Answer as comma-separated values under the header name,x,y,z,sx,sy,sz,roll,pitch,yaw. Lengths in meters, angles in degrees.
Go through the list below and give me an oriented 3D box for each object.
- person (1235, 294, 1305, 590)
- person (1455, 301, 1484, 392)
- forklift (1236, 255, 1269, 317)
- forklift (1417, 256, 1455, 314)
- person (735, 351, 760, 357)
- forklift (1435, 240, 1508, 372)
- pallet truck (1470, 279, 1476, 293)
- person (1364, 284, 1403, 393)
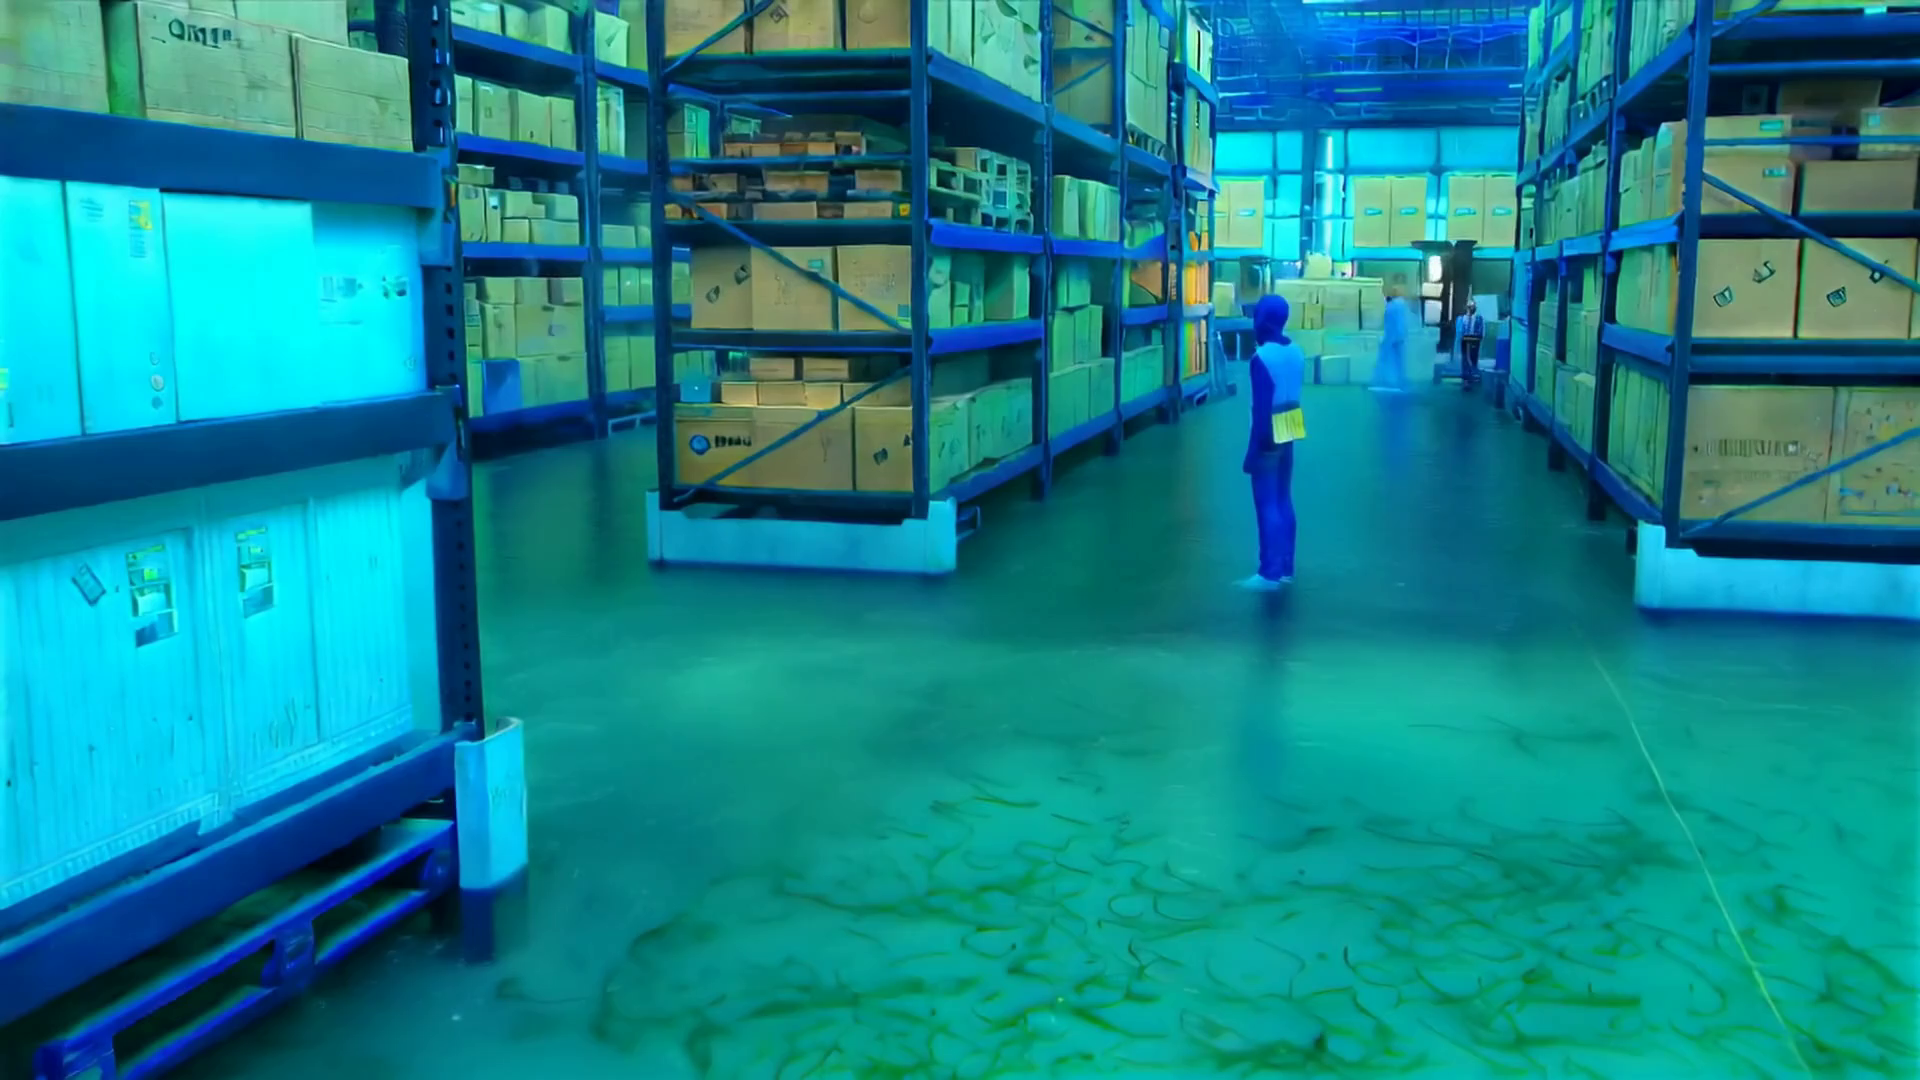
name,x,y,z,sx,sy,sz,roll,pitch,yaw
person,2.040,-0.631,10.826,0.375,1.917,0.599,6,11,34
person,9.065,-3.436,29.597,0.534,1.615,0.389,8,12,42
forklift,10.034,-8.359,56.878,1.129,2.768,1.873,2,9,15
forklift,12.611,-6.302,43.810,1.129,2.768,1.873,1,9,5
person,-2.893,-2.495,22.517,0.367,1.964,0.609,-5,10,-28
forklift,10.630,-4.951,35.226,1.873,2.768,1.129,2,9,14
pallet truck,18.896,-8.459,60.307,1.885,1.965,0.823,5,10,31
person,7.469,-3.534,29.292,0.812,1.906,0.652,4,10,22
